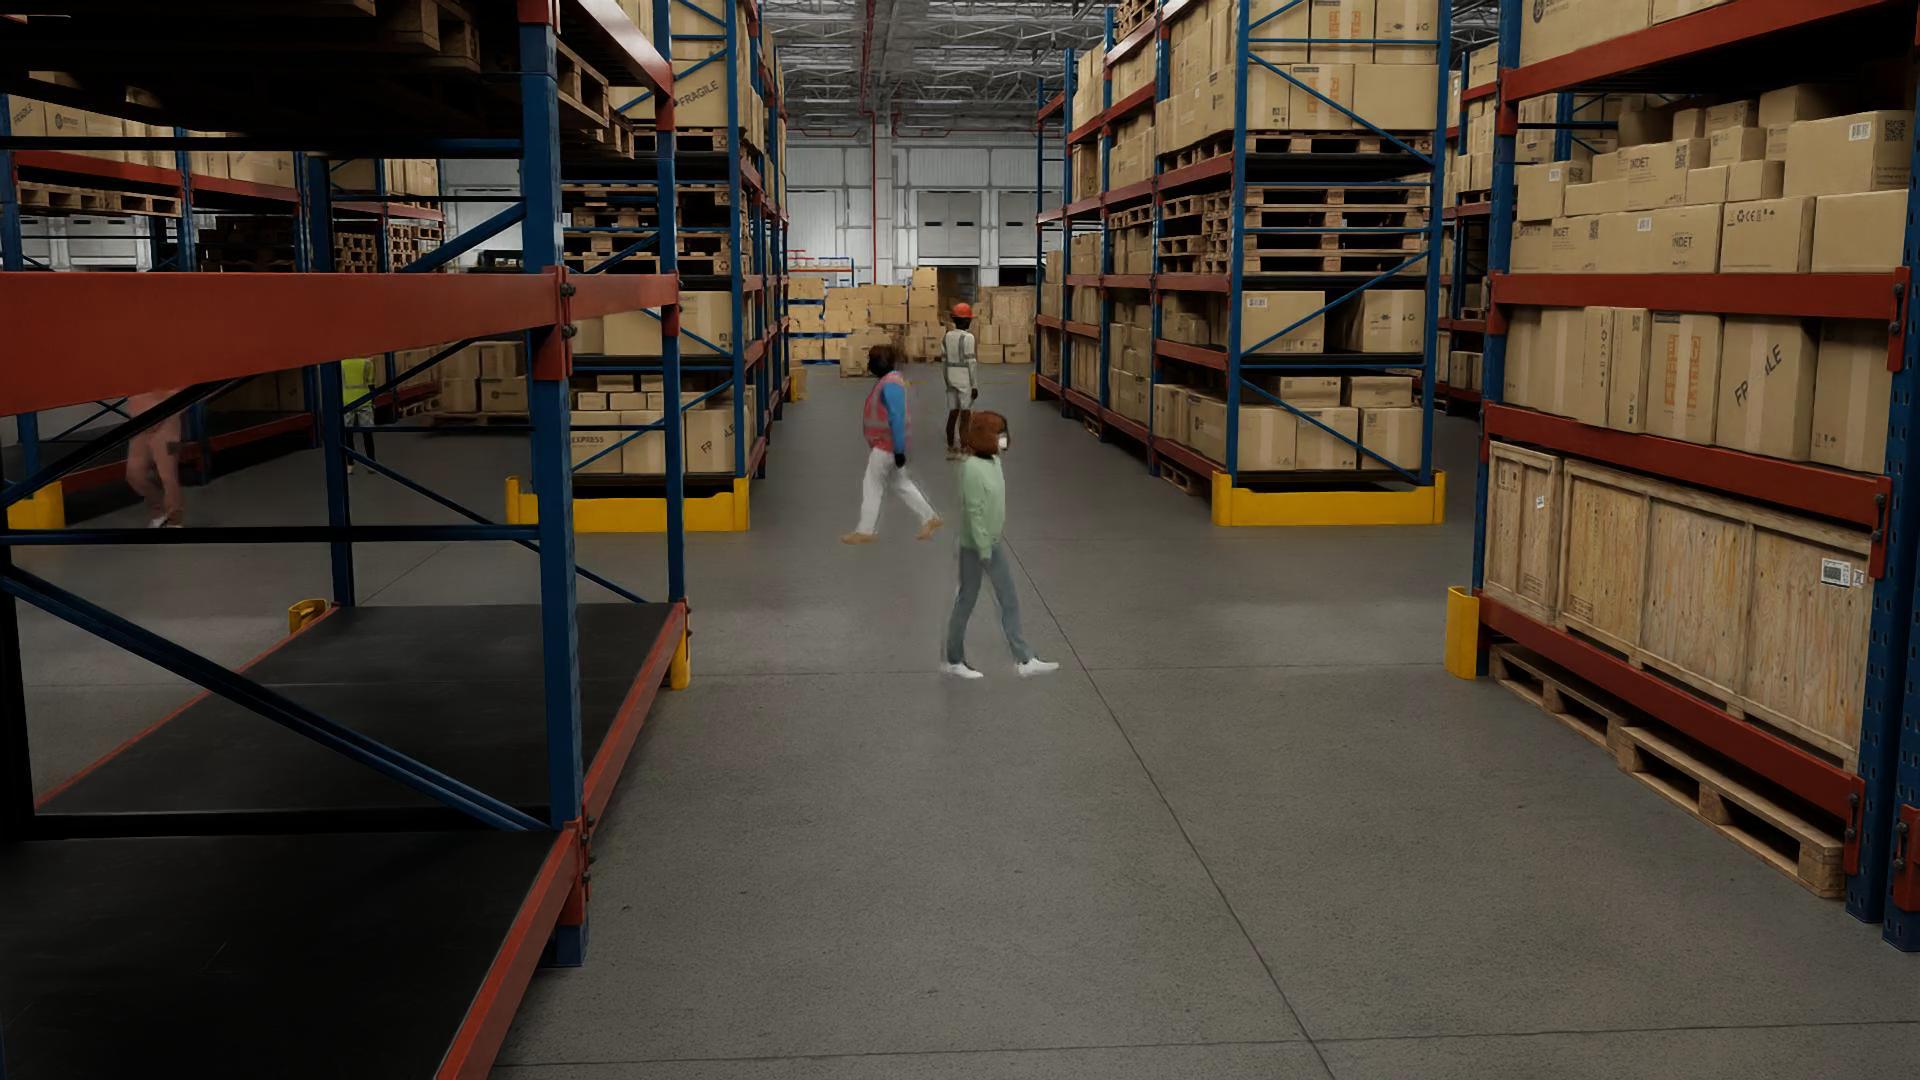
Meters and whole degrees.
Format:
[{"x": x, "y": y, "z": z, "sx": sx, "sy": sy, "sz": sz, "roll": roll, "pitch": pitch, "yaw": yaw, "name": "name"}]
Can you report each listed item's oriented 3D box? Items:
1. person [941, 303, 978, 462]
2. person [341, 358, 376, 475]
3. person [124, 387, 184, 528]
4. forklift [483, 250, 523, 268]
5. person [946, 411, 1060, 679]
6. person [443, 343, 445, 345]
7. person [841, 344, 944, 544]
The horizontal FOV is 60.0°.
[{"x": 0.023, "y": -2.024, "z": 21.456, "sx": 0.377, "sy": 2.045, "sz": 0.605, "roll": -8, "pitch": 12, "yaw": -40, "name": "person"}, {"x": -7.295, "y": -1.624, "z": 20.031, "sx": 0.533, "sy": 1.697, "sz": 0.322, "roll": -5, "pitch": 10, "yaw": -30, "name": "person"}, {"x": -7.370, "y": -0.945, "z": 15.204, "sx": 0.664, "sy": 1.884, "sz": 0.447, "roll": 3, "pitch": 9, "yaw": 17, "name": "person"}, {"x": -7.433, "y": -3.469, "z": 27.909, "sx": 1.129, "sy": 2.768, "sz": 1.873, "roll": -1, "pitch": 9, "yaw": -4, "name": "forklift"}, {"x": 0.237, "y": 0.050, "z": 9.807, "sx": 0.738, "sy": 1.603, "sz": 0.514, "roll": 4, "pitch": 10, "yaw": 23, "name": "person"}, {"x": -10.960, "y": -3.964, "z": 34.763, "sx": 0.541, "sy": 1.677, "sz": 0.647, "roll": -7, "pitch": 12, "yaw": -39, "name": "person"}, {"x": -0.588, "y": -0.863, "z": 14.941, "sx": 0.912, "sy": 1.808, "sz": 0.636, "roll": -1, "pitch": 9, "yaw": -8, "name": "person"}]
